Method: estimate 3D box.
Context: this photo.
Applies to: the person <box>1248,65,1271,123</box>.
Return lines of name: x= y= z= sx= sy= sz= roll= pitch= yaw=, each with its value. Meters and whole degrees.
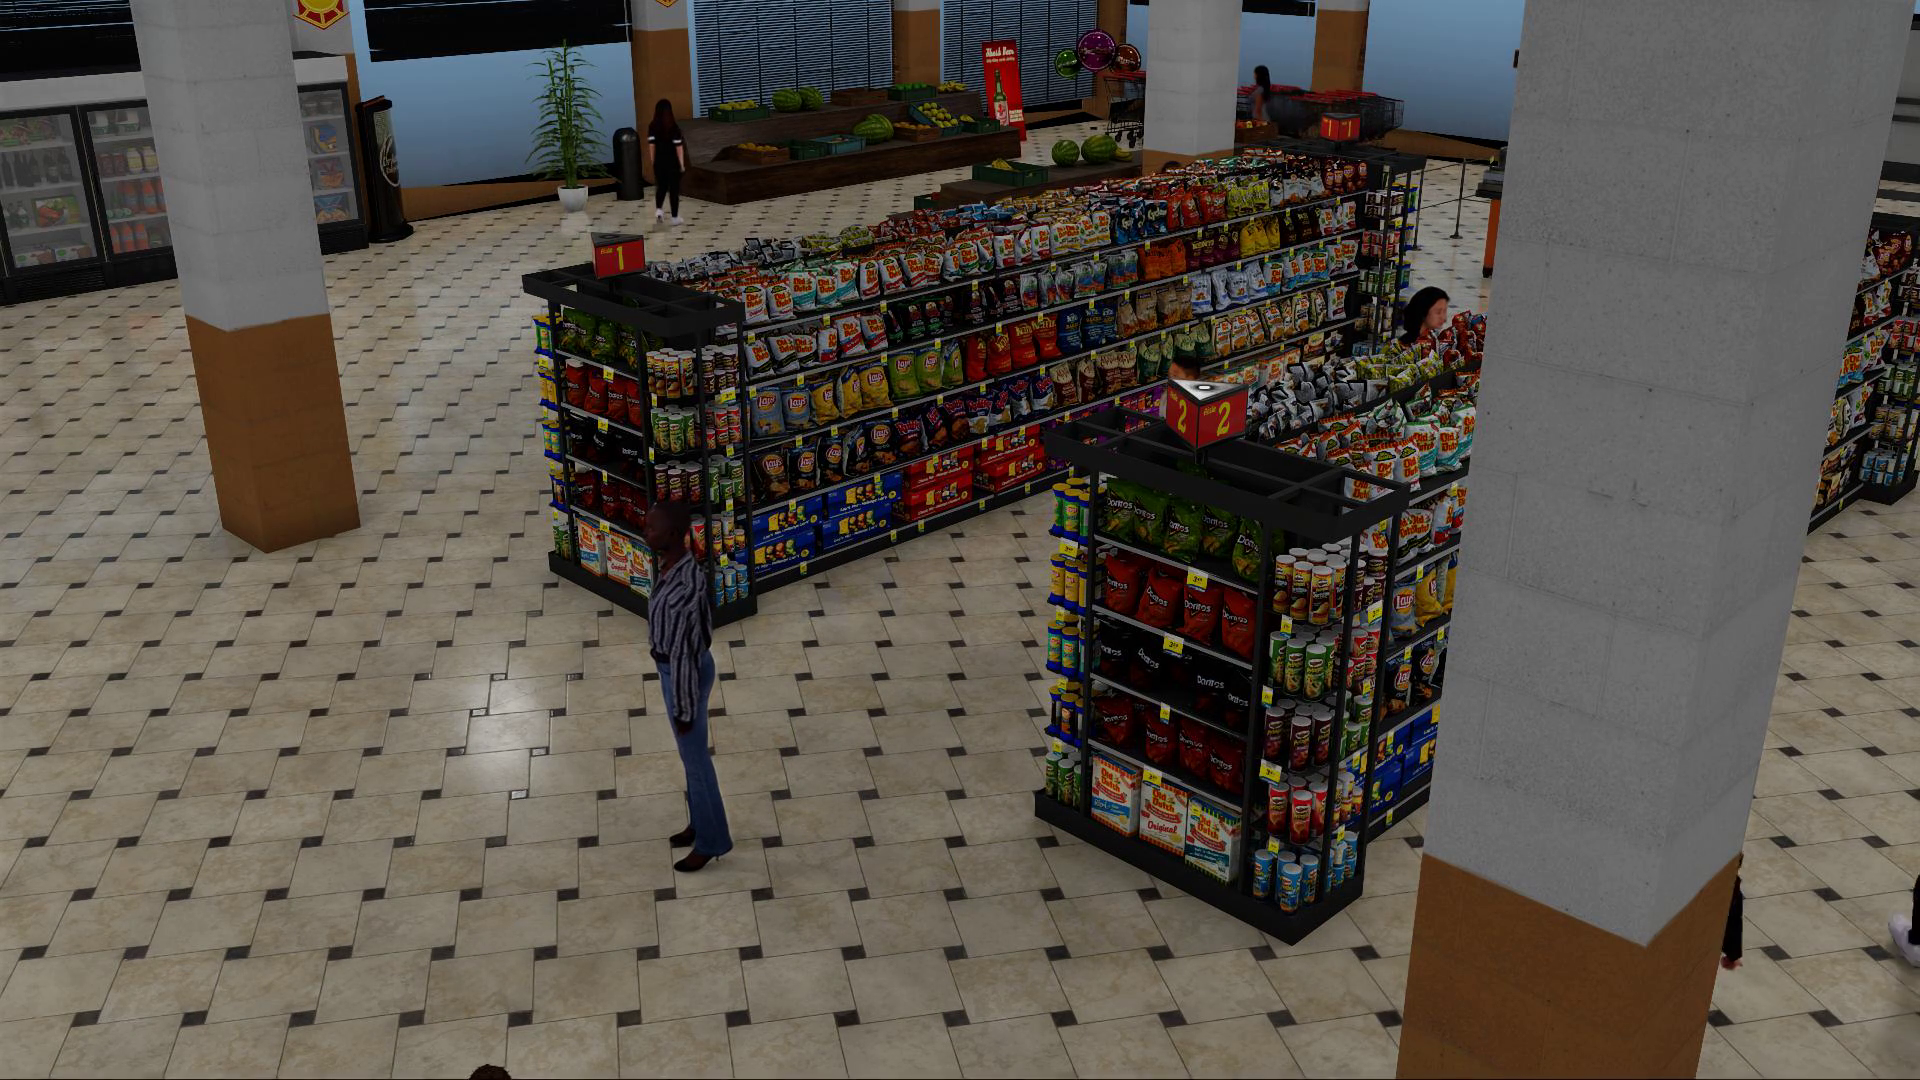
person: x=4.400 y=-5.887 z=23.903 sx=0.824 sy=1.751 sz=0.935 roll=14 pitch=26 yaw=31

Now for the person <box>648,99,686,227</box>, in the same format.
person: x=-3.811 y=-4.862 z=21.510 sx=0.799 sy=1.633 sz=0.910 roll=7 pitch=23 yaw=16

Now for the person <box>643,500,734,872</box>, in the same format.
person: x=-1.235 y=0.662 z=7.549 sx=0.685 sy=1.792 sz=0.693 roll=-7 pitch=23 yaw=-17

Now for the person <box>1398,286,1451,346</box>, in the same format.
person: x=3.050 y=-0.822 z=11.192 sx=0.513 sy=1.830 sz=0.736 roll=-16 pitch=27 yaw=-34

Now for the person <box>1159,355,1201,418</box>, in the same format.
person: x=1.461 y=-0.512 z=10.926 sx=0.545 sy=1.453 sz=0.615 roll=-15 pitch=26 yaw=-33
